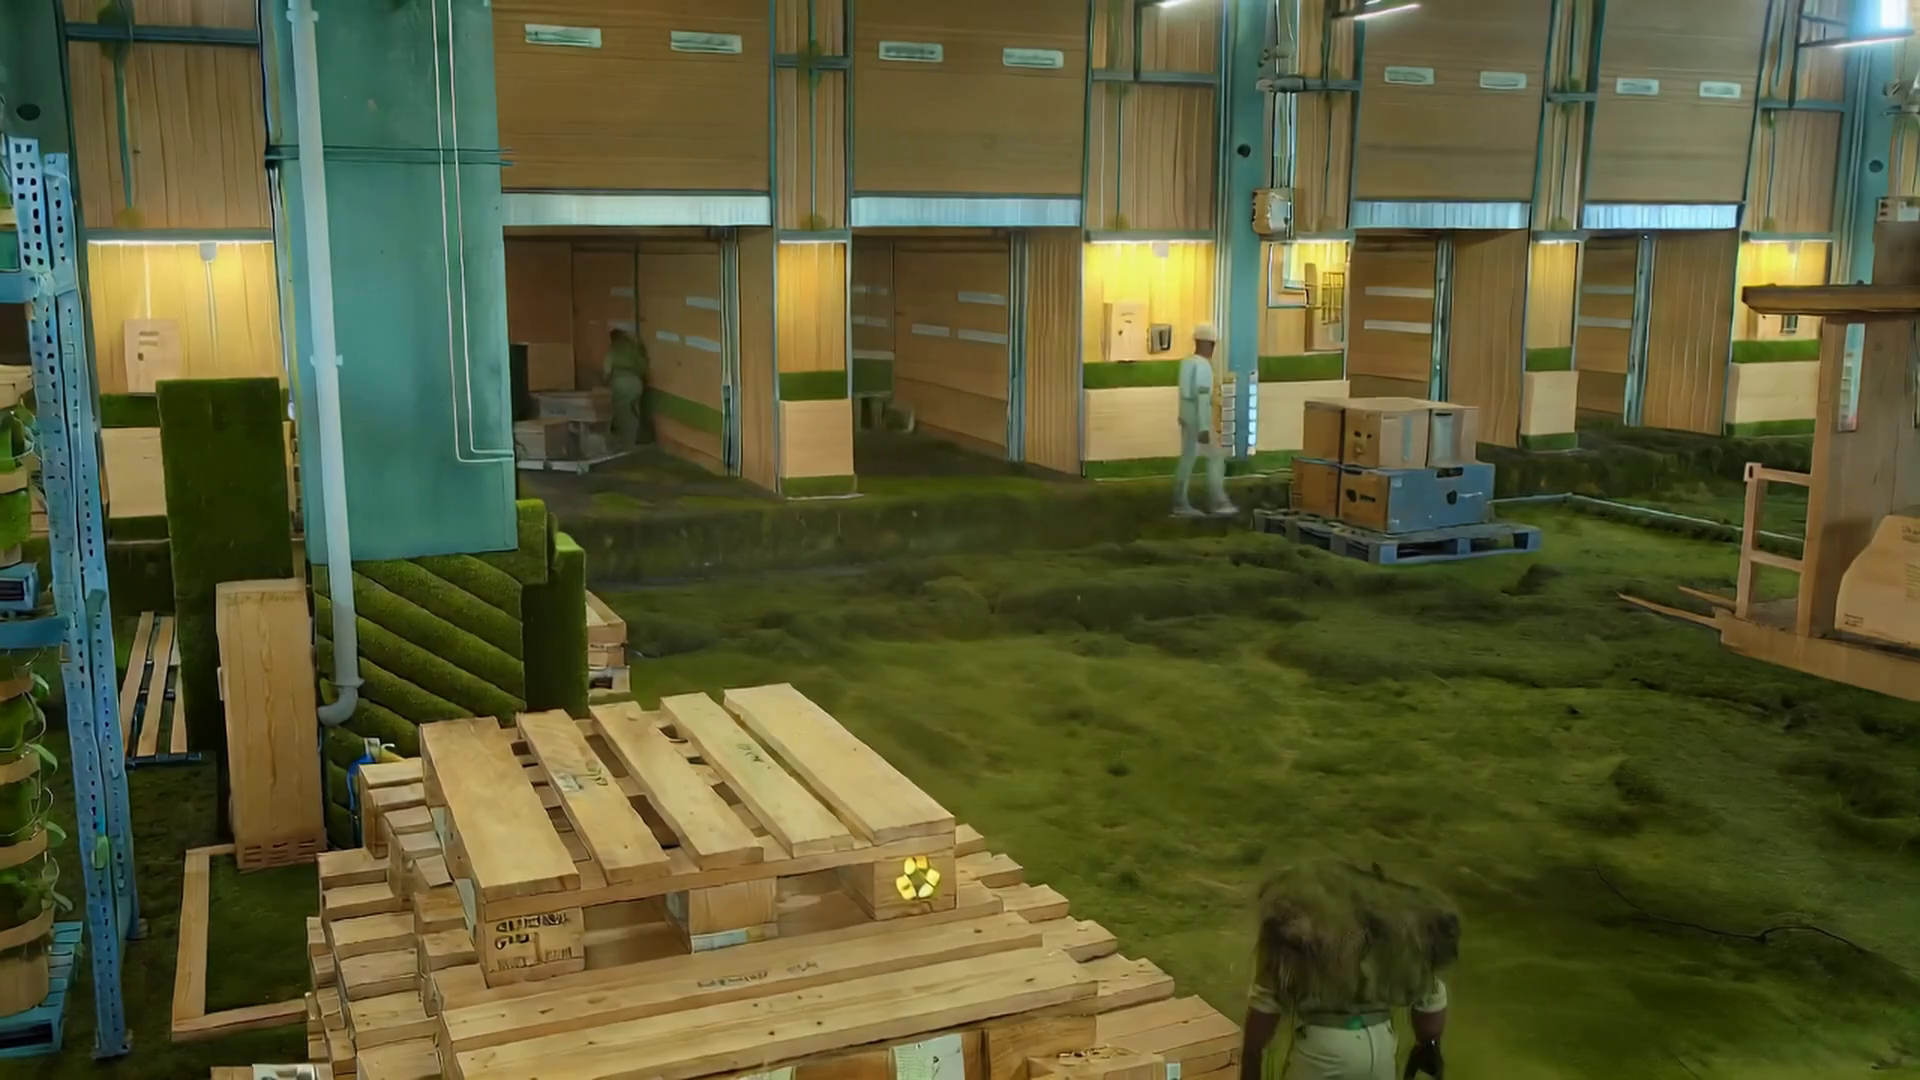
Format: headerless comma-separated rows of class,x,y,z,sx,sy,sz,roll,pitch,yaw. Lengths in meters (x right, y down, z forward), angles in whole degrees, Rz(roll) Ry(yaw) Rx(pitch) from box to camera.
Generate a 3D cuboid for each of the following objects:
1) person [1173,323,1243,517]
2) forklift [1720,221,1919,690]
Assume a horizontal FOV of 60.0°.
person,2.446,-1.159,16.263,0.804,1.897,0.621,-2,11,-13
forklift,5.949,-0.550,10.218,1.129,2.768,1.873,-4,11,-23
